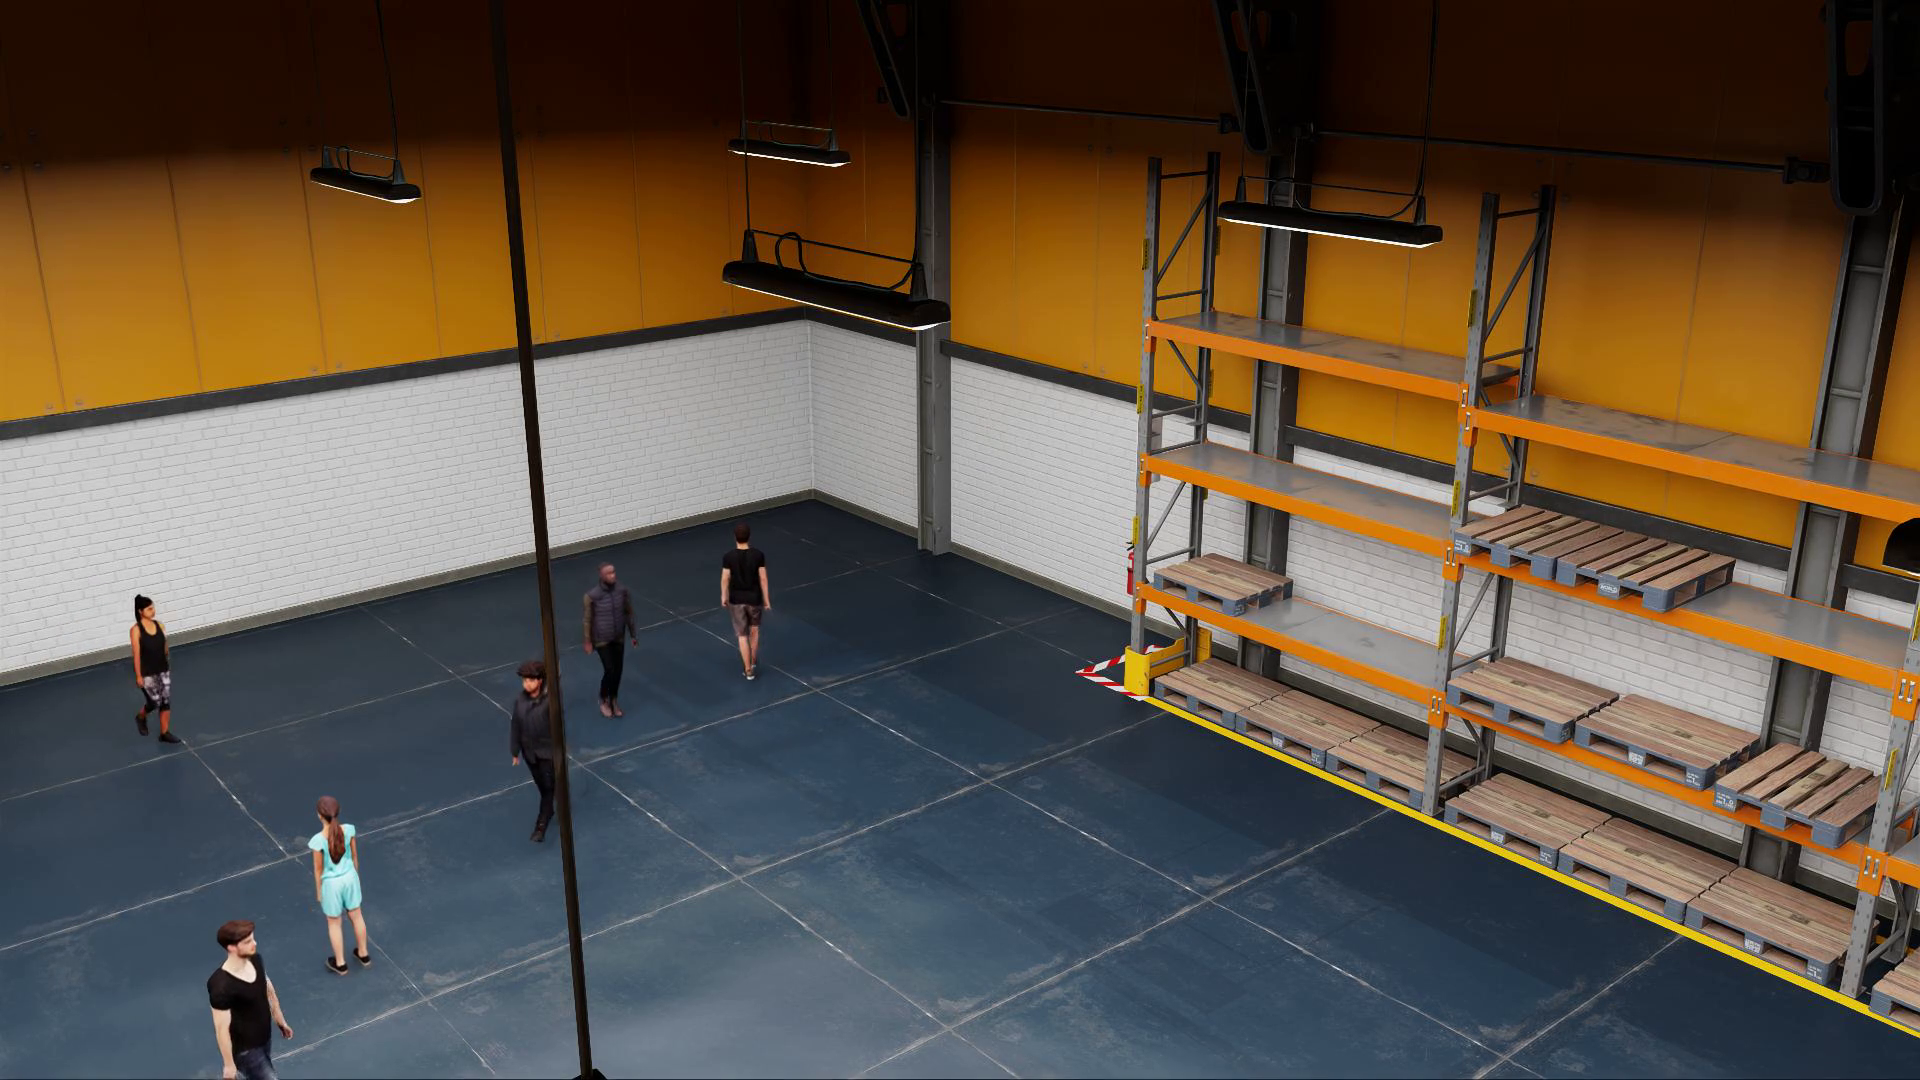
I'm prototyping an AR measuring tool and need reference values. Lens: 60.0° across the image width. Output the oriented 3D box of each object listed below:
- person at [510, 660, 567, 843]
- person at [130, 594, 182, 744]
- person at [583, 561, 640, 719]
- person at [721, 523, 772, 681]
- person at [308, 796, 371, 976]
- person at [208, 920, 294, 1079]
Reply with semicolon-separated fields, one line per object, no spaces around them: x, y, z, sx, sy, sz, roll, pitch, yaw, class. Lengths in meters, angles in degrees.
-3.966;1.942;15.790;1.091;1.731;1.125;2;19;7;person
-8.606;1.370;17.604;0.867;1.655;0.764;8;20;22;person
-3.888;1.072;18.229;0.723;1.821;0.653;-17;25;-41;person
-2.469;0.731;19.201;0.898;1.847;0.985;-5;19;-14;person
-5.062;2.788;13.545;0.553;1.559;0.542;-17;25;-40;person
-4.890;3.399;11.230;0.874;1.879;0.804;0;19;0;person
